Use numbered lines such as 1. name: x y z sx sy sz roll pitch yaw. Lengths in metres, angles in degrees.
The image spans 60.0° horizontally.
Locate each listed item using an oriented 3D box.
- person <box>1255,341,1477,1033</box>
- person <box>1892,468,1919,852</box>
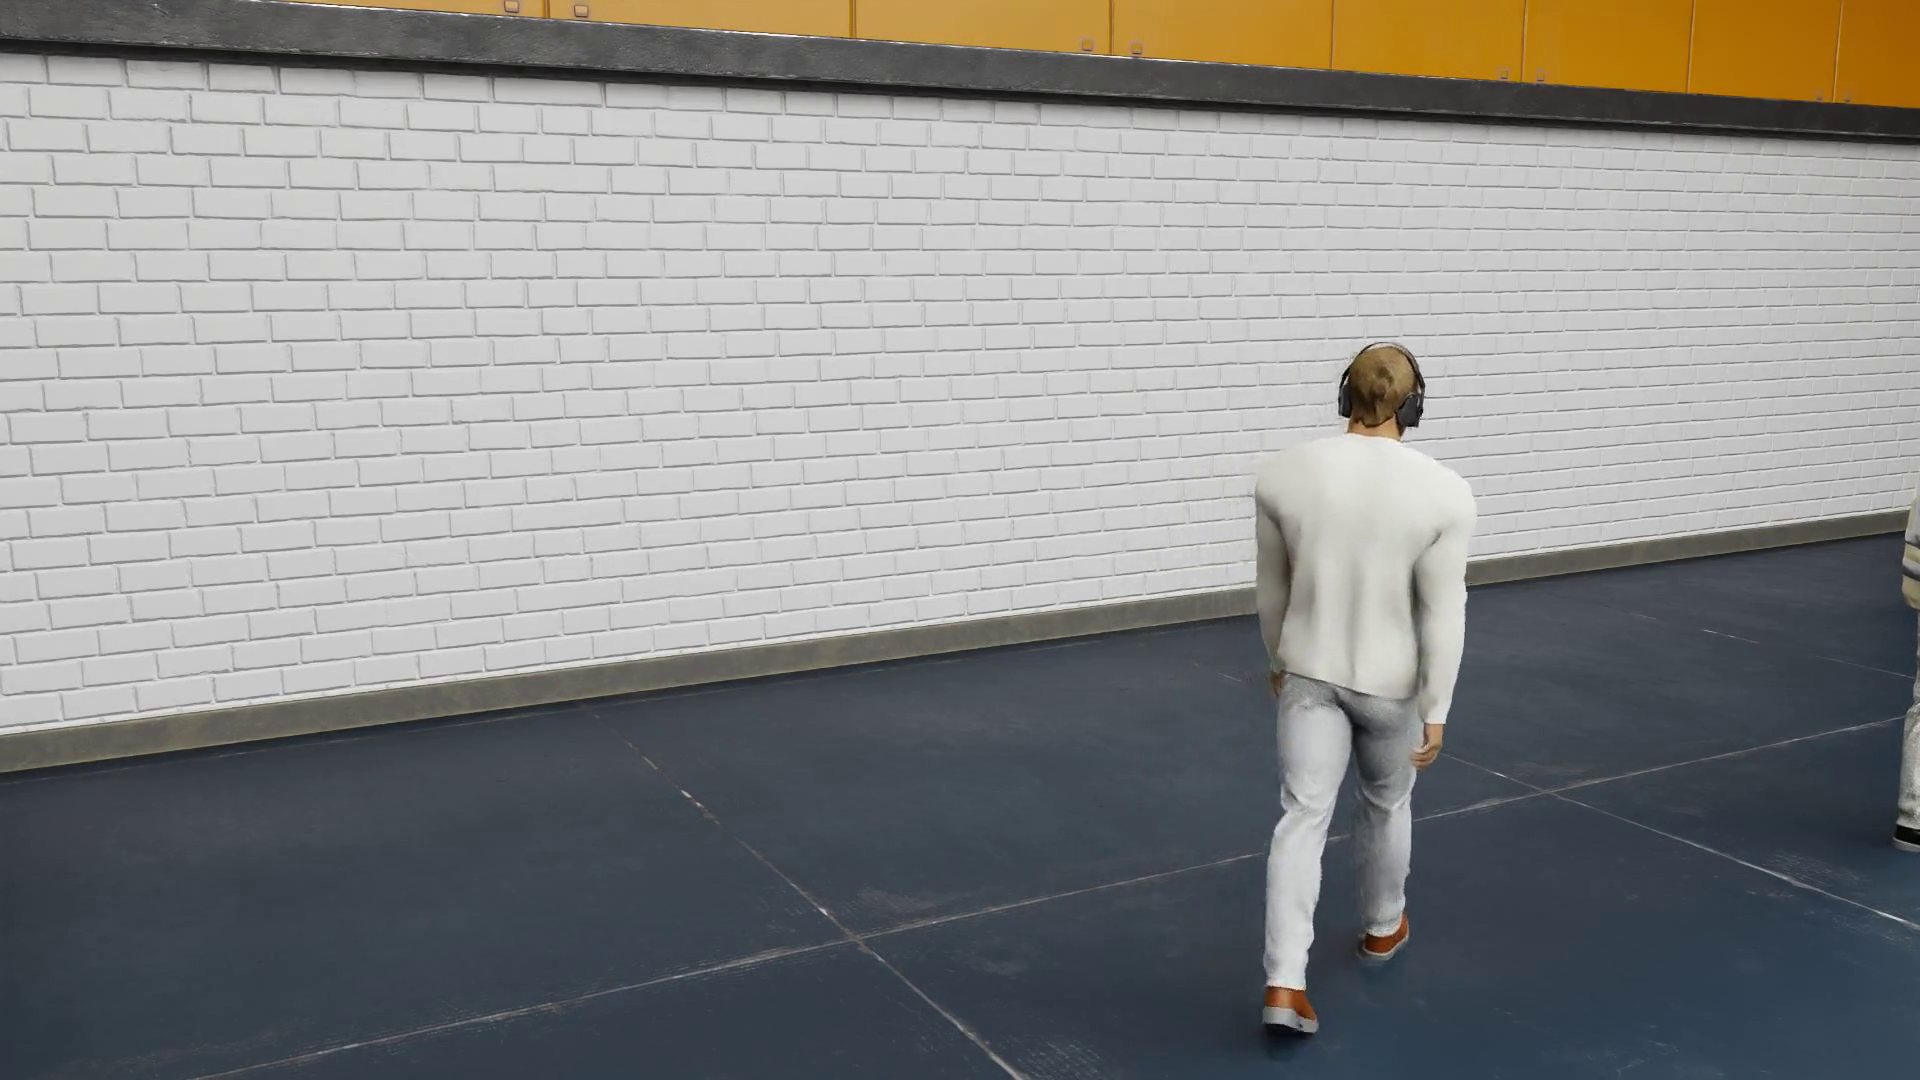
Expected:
1. person: 1.089 0.394 4.637 0.622 1.890 1.037 5 11 25
2. person: 3.562 0.208 5.887 0.403 1.825 0.597 8 12 37
